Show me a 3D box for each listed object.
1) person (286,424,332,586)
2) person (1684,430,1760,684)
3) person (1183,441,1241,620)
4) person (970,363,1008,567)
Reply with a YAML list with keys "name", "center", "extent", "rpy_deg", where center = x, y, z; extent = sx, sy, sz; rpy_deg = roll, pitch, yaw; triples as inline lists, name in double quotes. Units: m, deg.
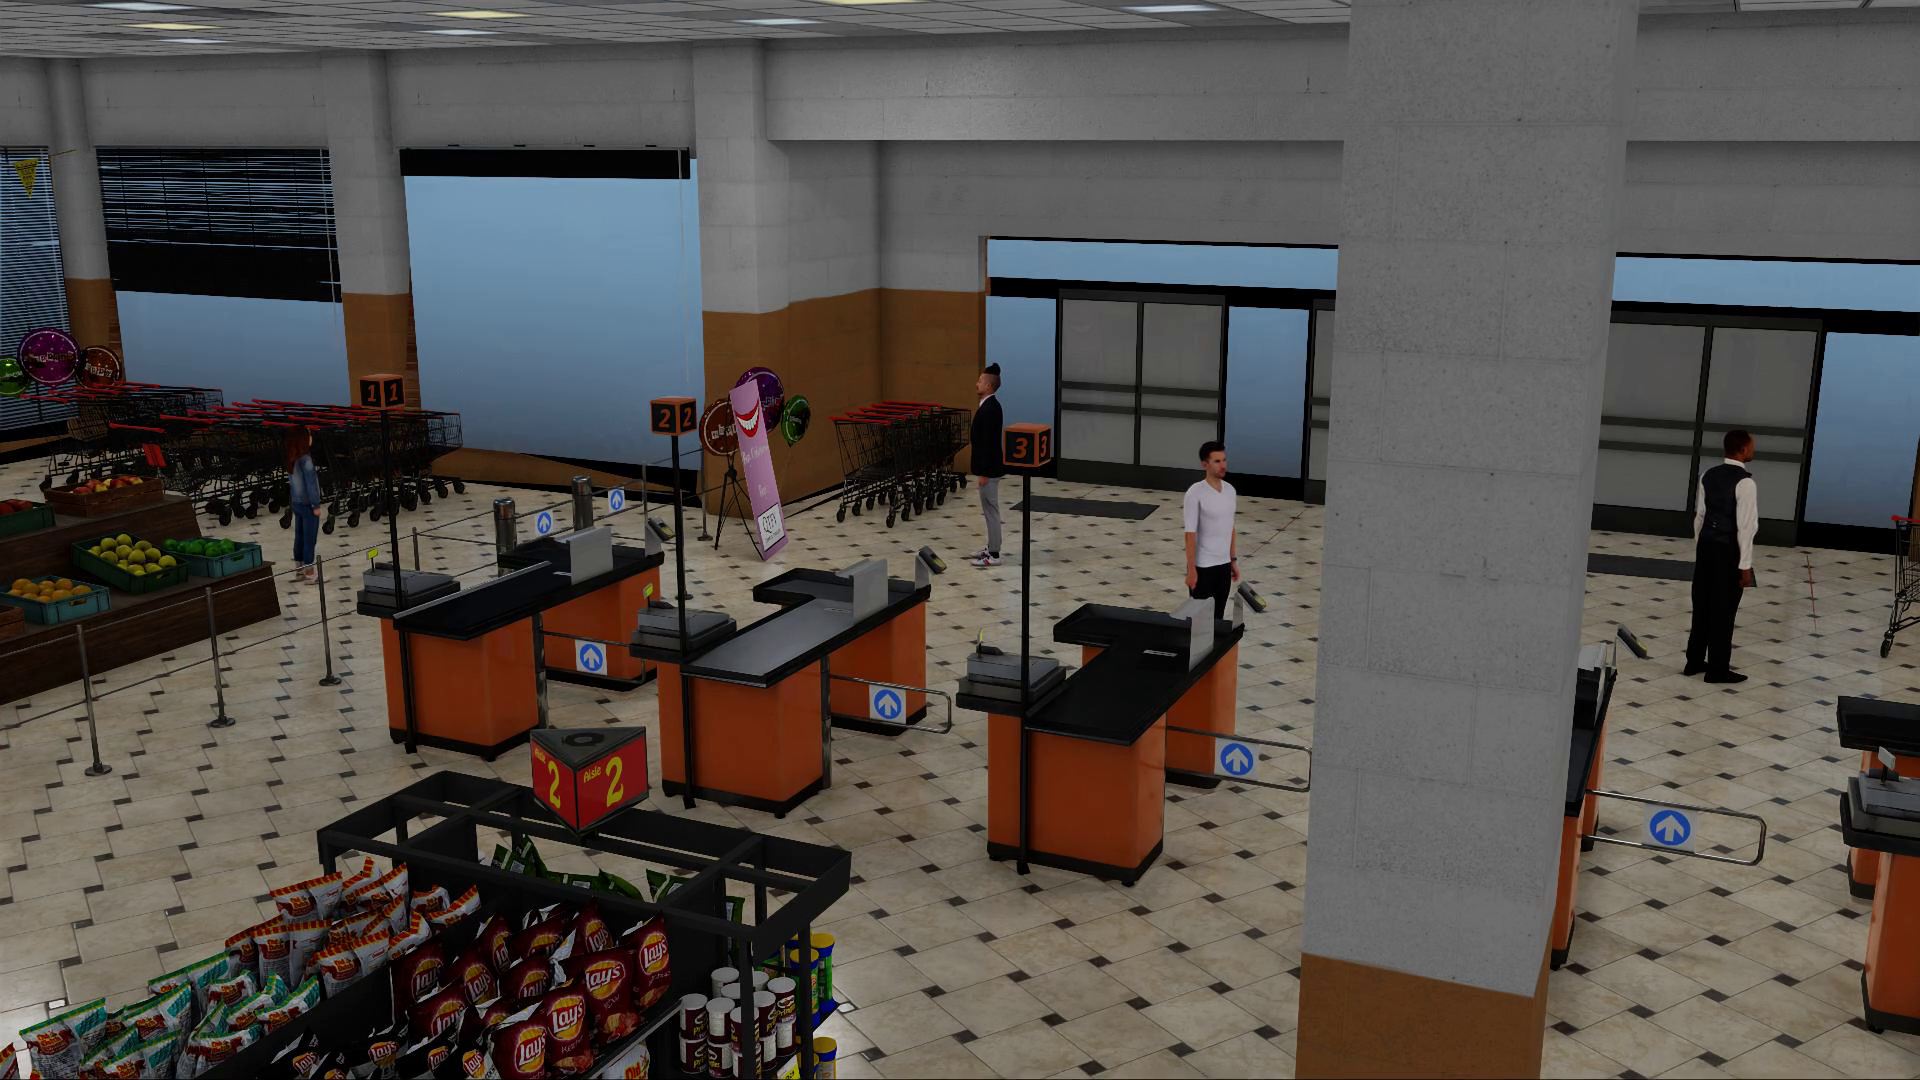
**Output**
- name: "person"
  center: [-6.051, -0.331, 15.337]
  extent: [0.593, 1.474, 0.615]
  rpy_deg: [-13, 19, -43]
- name: "person"
  center: [5.760, 0.112, 12.571]
  extent: [0.833, 1.917, 0.761]
  rpy_deg: [-4, 14, -18]
- name: "person"
  center: [1.867, 0.171, 12.467]
  extent: [0.679, 1.851, 0.813]
  rpy_deg: [-10, 17, -36]
- name: "person"
  center: [0.282, -0.733, 15.984]
  extent: [0.852, 1.950, 0.690]
  rpy_deg: [0, 14, 2]
